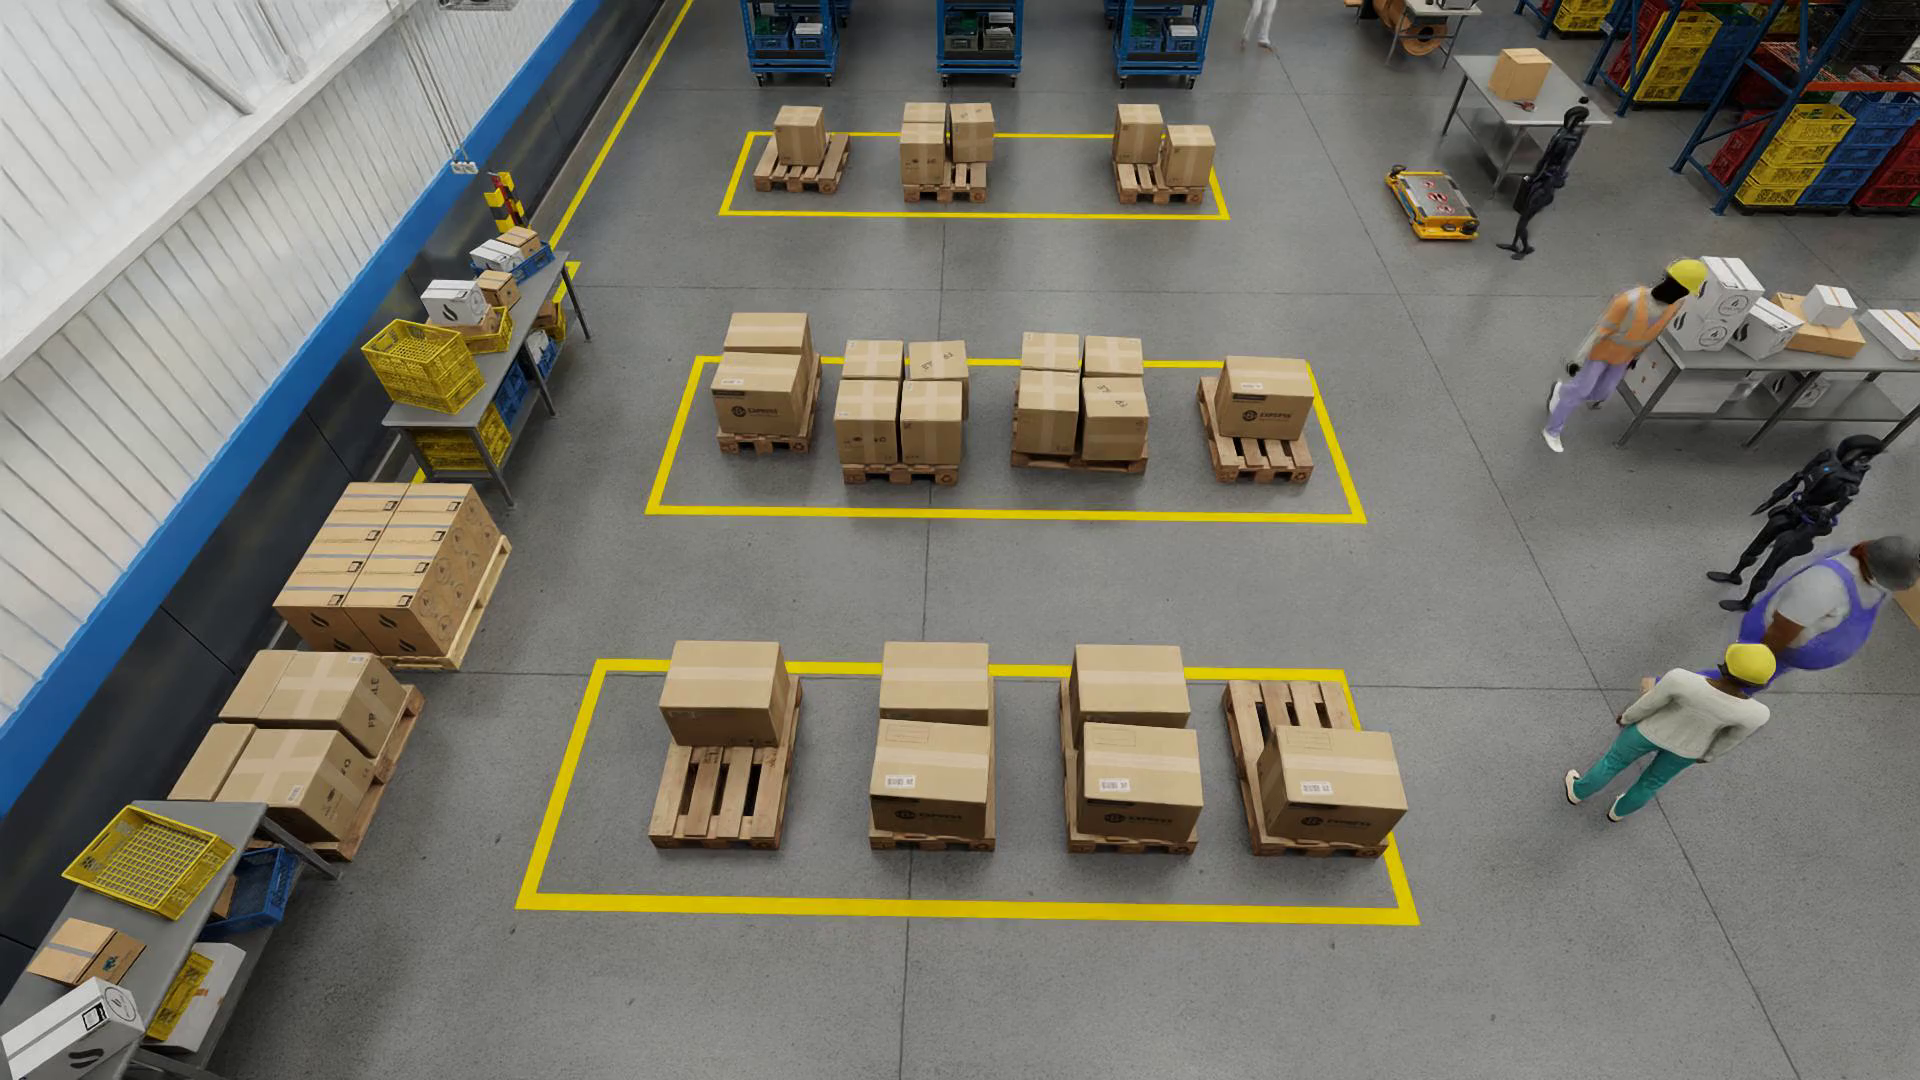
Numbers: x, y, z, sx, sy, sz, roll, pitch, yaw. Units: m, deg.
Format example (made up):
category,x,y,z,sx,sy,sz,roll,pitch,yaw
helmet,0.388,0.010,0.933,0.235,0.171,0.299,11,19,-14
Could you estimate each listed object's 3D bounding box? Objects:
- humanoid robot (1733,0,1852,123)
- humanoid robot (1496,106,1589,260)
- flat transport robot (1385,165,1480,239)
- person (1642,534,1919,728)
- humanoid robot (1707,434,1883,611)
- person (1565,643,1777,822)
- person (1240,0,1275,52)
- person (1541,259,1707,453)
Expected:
category,x,y,z,sx,sy,sz,roll,pitch,yaw
humanoid robot,10.977,-6.202,12.004,0.701,1.643,0.563,6,49,5
humanoid robot,6.341,-3.863,9.945,0.380,1.651,0.595,12,50,10
flat transport robot,5.692,-4.094,11.059,0.652,0.197,1.431,1,49,1
person,5.314,0.570,5.869,0.773,2.000,0.639,-25,54,-20
humanoid robot,6.096,-0.127,6.710,0.370,1.647,0.573,10,50,8
person,4.275,1.173,5.524,0.531,1.772,0.298,26,54,21
person,4.605,-8.291,13.646,0.666,1.877,0.386,-22,53,-18
person,5.568,-1.639,7.882,0.684,1.890,0.586,-2,49,-2
